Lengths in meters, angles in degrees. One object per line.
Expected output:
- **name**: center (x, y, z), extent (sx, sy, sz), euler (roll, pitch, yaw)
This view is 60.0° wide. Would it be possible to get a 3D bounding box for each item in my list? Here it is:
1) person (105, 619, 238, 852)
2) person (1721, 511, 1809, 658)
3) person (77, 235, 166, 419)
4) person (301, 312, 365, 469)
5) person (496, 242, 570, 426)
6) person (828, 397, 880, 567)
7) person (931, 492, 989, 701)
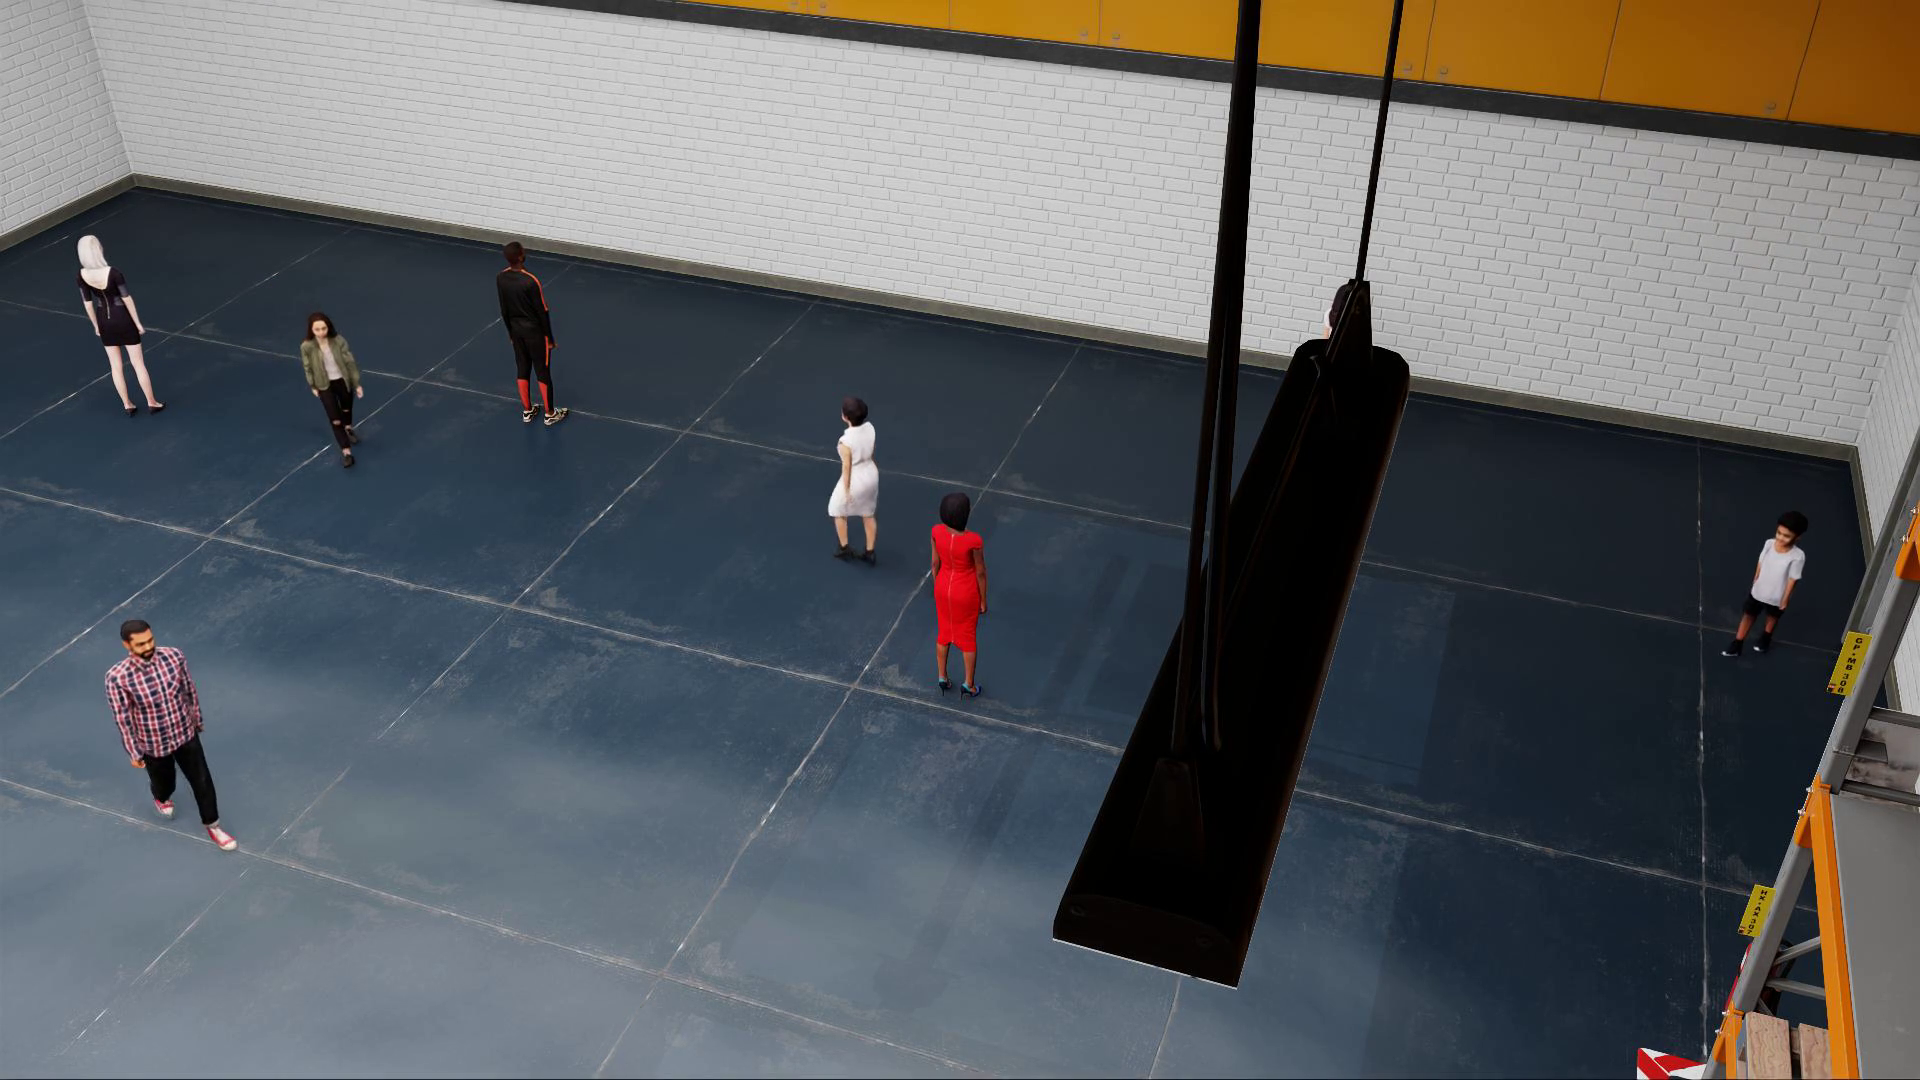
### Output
- **person**: center (-5.163, 1.237, 10.746), extent (1.018, 1.738, 1.064), euler (29, 43, 36)
- **person**: center (6.196, 0.316, 12.585), extent (0.856, 1.236, 0.704), euler (-28, 43, -35)
- **person**: center (-7.870, -1.992, 15.521), extent (0.650, 1.830, 0.640), euler (-3, 34, -5)
- **person**: center (-5.645, -1.417, 15.015), extent (0.998, 1.432, 1.061), euler (-15, 37, -21)
- **person**: center (-4.009, -1.925, 15.439), extent (0.618, 1.808, 0.524), euler (10, 35, 15)
- **person**: center (-0.772, -0.442, 13.447), extent (0.665, 1.543, 0.749), euler (-28, 43, -35)
- **person**: center (-0.020, 0.411, 11.989), extent (0.579, 1.737, 0.511), euler (14, 36, 20)
